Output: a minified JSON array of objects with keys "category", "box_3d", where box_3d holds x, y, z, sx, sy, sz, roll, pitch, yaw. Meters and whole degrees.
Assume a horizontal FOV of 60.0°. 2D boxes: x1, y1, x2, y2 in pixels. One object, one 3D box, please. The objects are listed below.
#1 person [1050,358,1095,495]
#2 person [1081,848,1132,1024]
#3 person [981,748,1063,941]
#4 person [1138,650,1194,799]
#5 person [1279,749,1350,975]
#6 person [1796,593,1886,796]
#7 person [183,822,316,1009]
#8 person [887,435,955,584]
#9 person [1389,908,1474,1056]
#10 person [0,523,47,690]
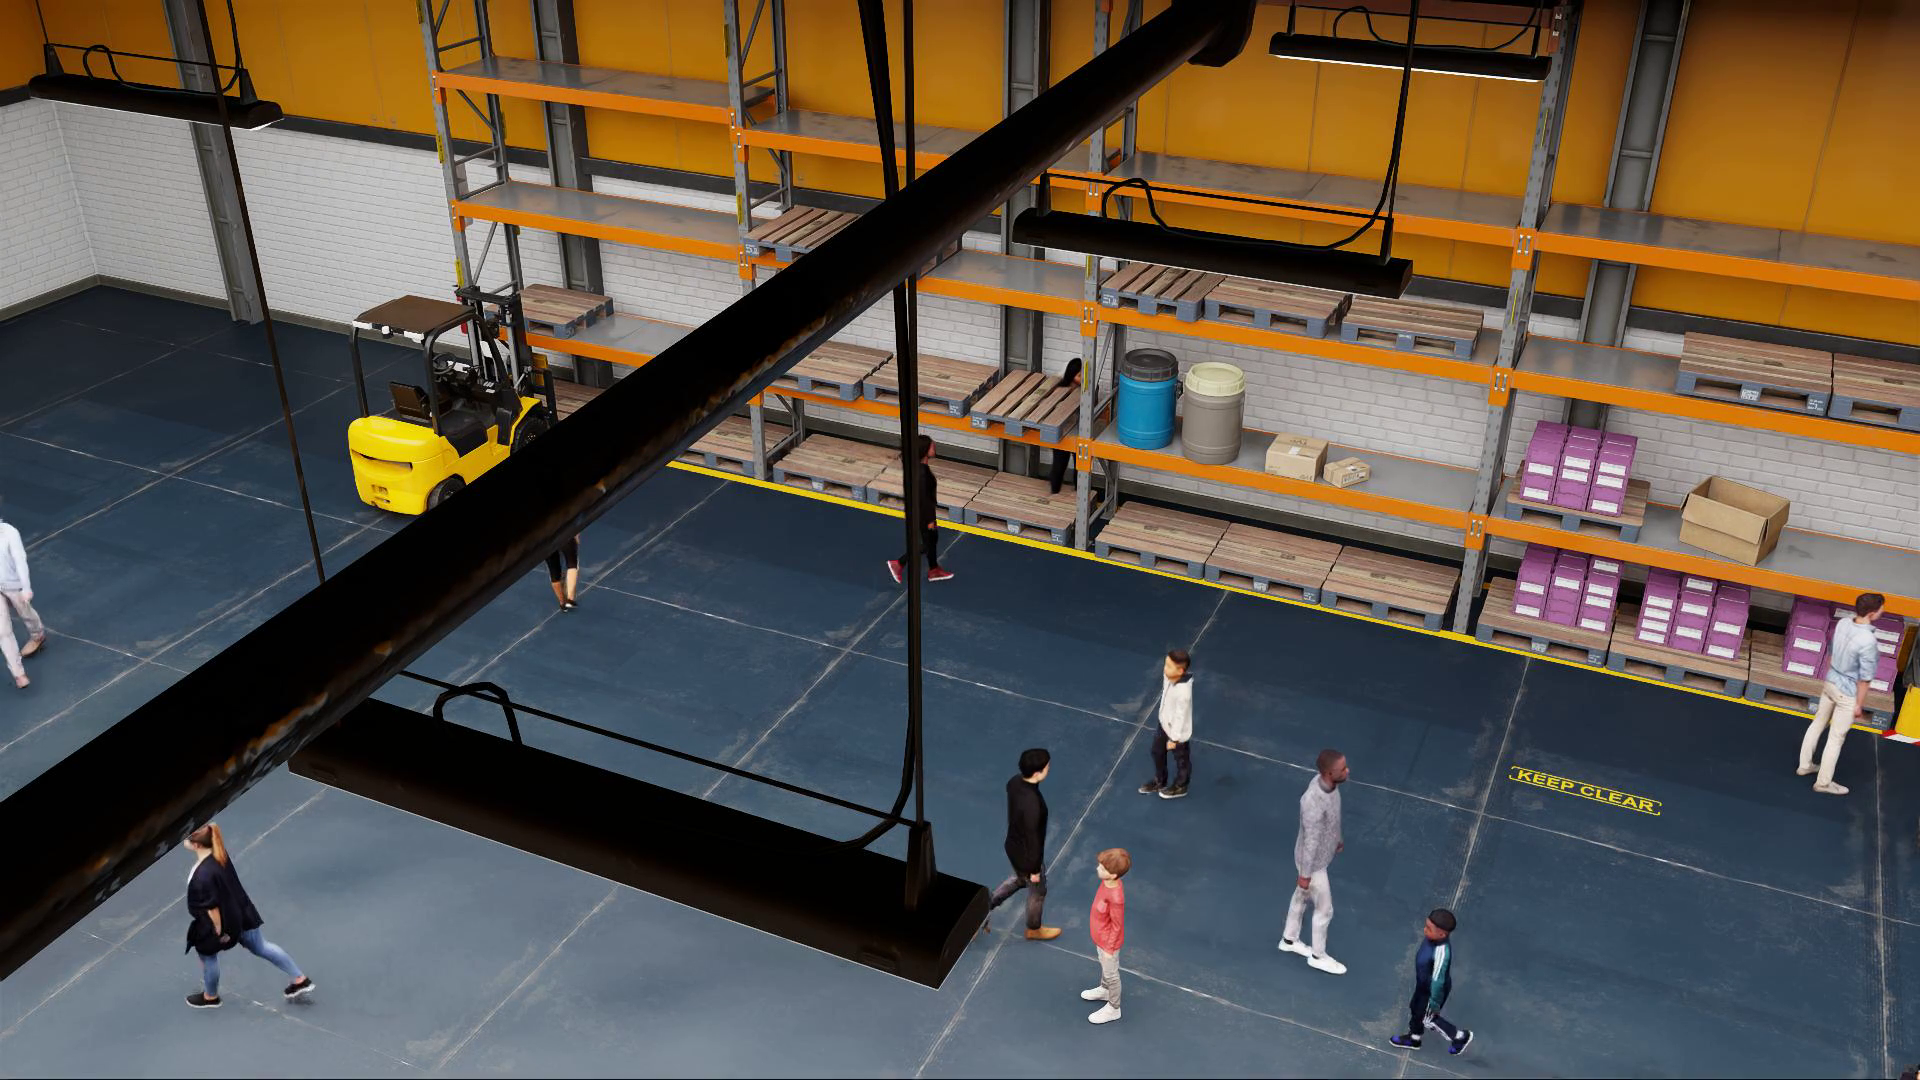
[{"category":"person","box_3d":[1.234,-1.171,18.309,0.776,1.813,0.832,-11,30,-18]},{"category":"person","box_3d":[1.043,2.729,11.573,0.630,1.416,0.598,-4,29,-7]},{"category":"person","box_3d":[0.414,2.261,12.131,1.038,1.705,0.954,-7,29,-13]},{"category":"person","box_3d":[1.844,1.519,13.762,0.814,1.445,0.756,-9,30,-16]},{"category":"person","box_3d":[2.479,2.268,11.990,0.761,1.828,0.745,11,30,19]},{"category":"person","box_3d":[7.347,1.244,13.846,0.735,1.847,0.734,-3,29,-5]},{"category":"person","box_3d":[-4.995,2.617,11.541,1.211,1.645,0.933,0,29,1]},{"category":"person","box_3d":[-0.410,-0.267,16.814,1.025,1.657,0.877,-2,29,-4]},{"category":"person","box_3d":[3.251,3.008,11.243,0.812,1.244,0.632,4,29,7]},{"category":"person","box_3d":[-8.838,0.415,15.394,1.261,1.821,1.295,-6,29,-10]}]
